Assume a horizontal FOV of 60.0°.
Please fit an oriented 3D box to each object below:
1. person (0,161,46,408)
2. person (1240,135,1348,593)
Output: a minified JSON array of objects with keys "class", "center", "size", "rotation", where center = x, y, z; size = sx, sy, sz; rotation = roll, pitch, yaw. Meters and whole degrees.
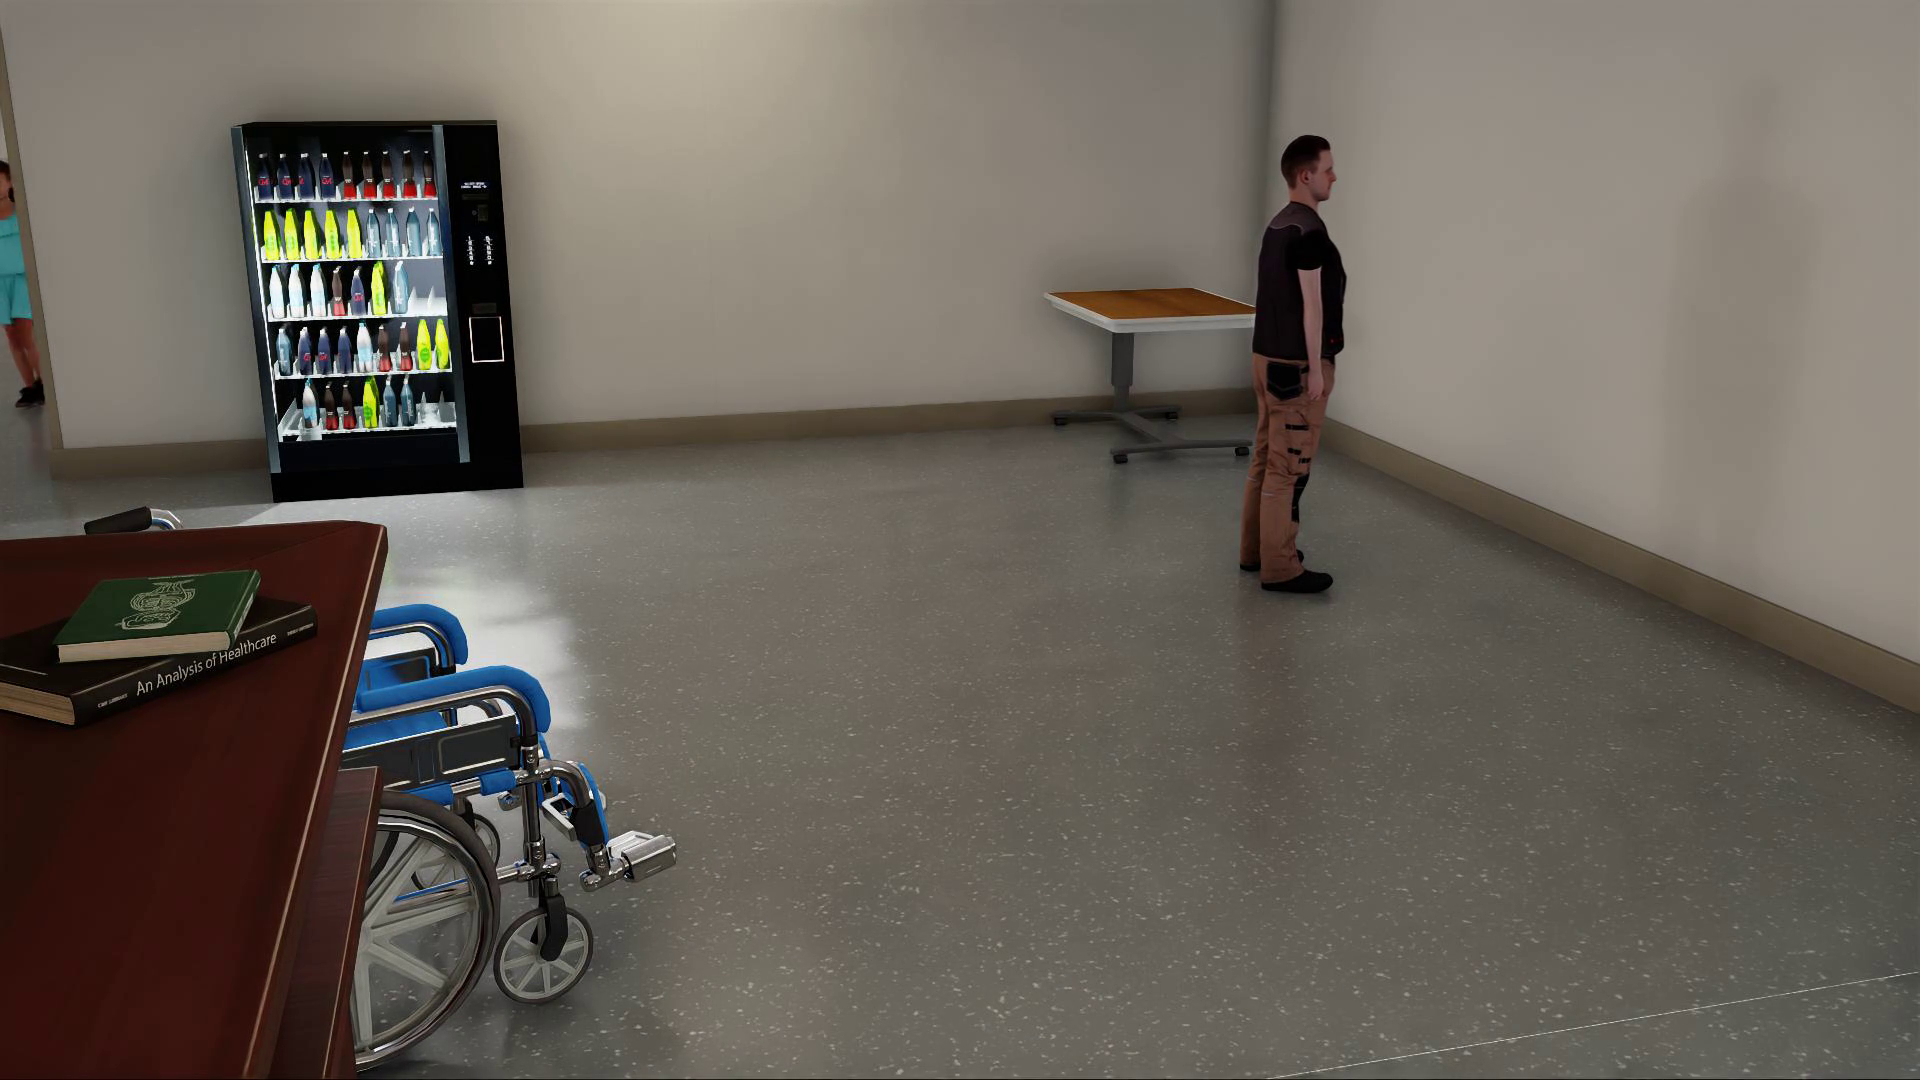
[{"class":"person","center":[-5.983,-1.625,10.575],"size":[0.570,1.549,0.677],"rotation":[0,16,0]},{"class":"person","center":[1.362,-0.734,6.876],"size":[0.635,1.840,0.715],"rotation":[-2,16,-6]}]
